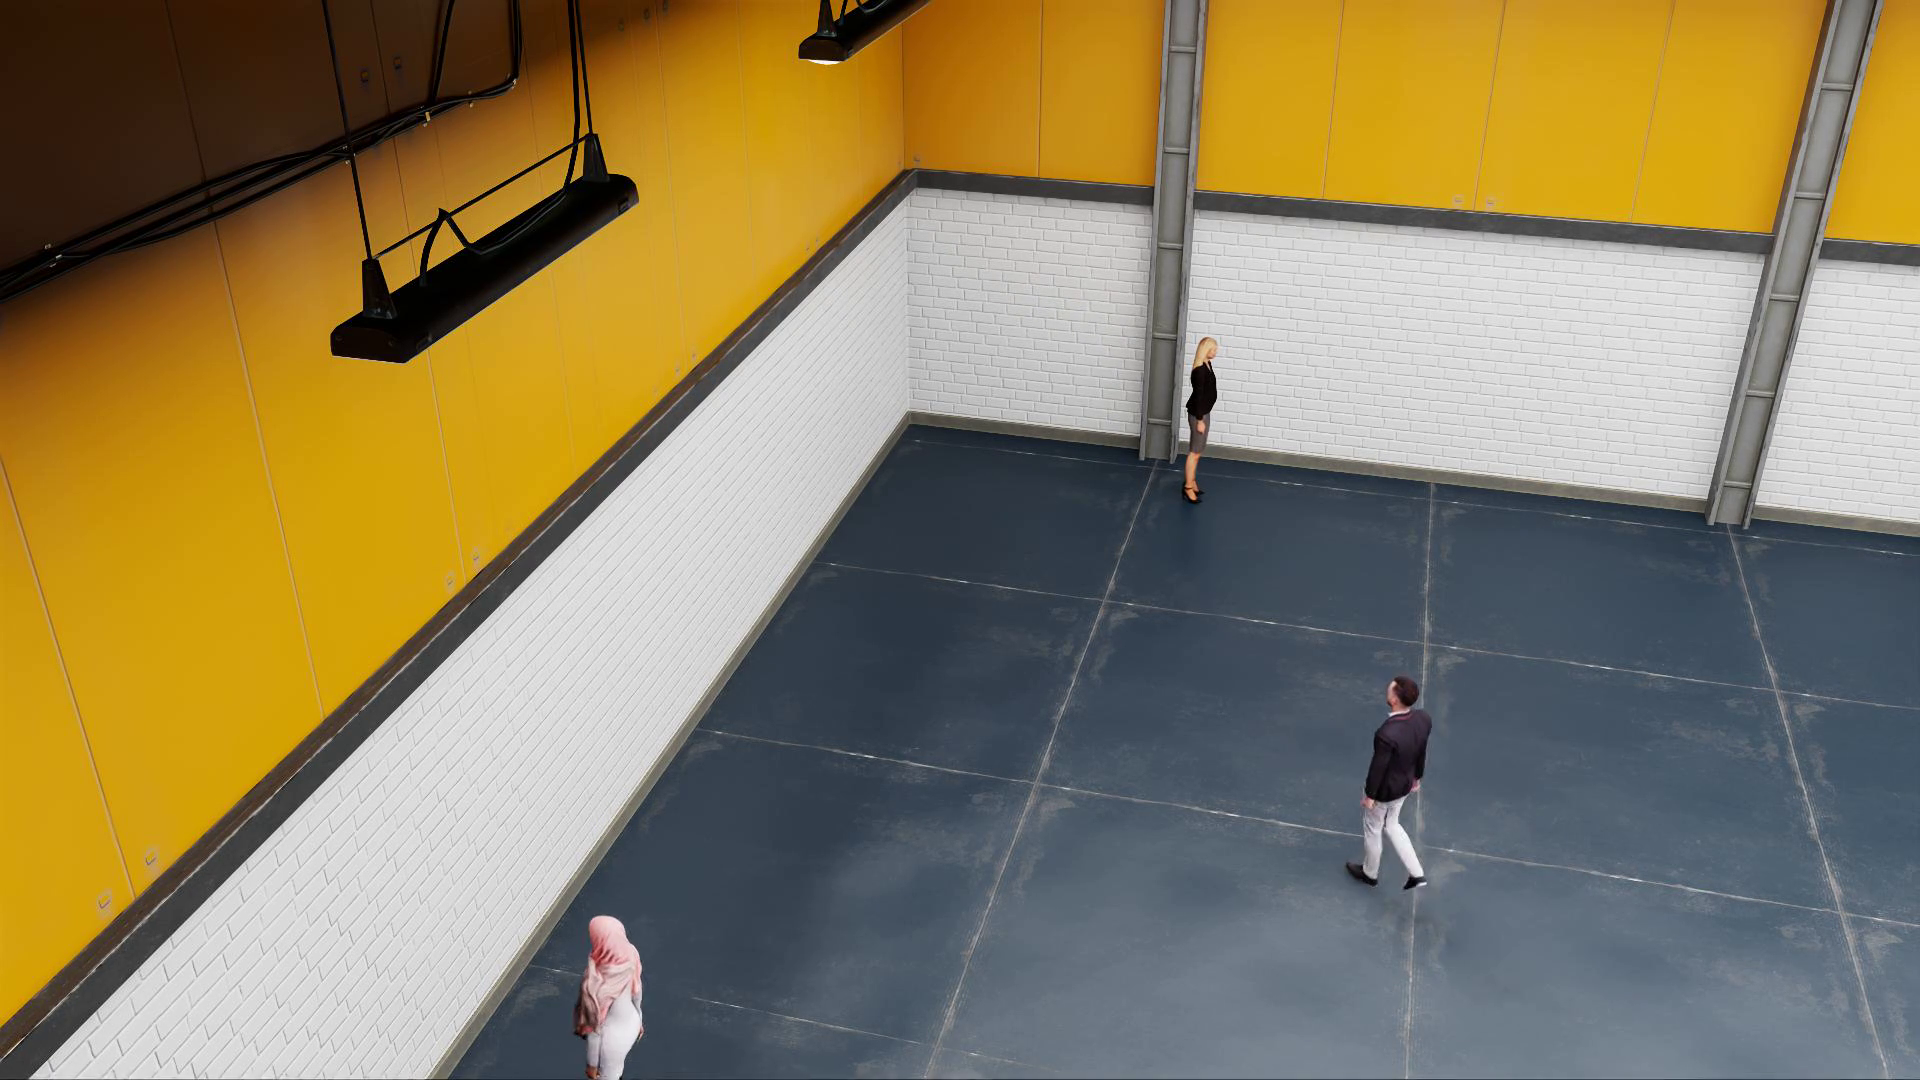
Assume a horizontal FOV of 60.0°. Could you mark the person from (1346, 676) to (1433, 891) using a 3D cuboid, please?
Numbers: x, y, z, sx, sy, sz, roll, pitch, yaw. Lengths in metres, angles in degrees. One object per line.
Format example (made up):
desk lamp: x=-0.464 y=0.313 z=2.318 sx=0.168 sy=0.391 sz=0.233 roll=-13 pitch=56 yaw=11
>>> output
person: x=3.123 y=1.812 z=11.833 sx=0.965 sy=1.829 sz=1.041 roll=-18 pitch=33 yaw=-30

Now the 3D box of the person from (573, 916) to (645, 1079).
person: x=-1.958 y=2.968 z=9.758 sx=1.014 sy=1.786 sz=0.691 roll=11 pitch=31 yaw=19

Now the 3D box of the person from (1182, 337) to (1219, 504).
person: x=2.503 y=-1.263 z=17.457 sx=0.525 sy=1.841 sz=0.593 roll=8 pitch=30 yaw=13
